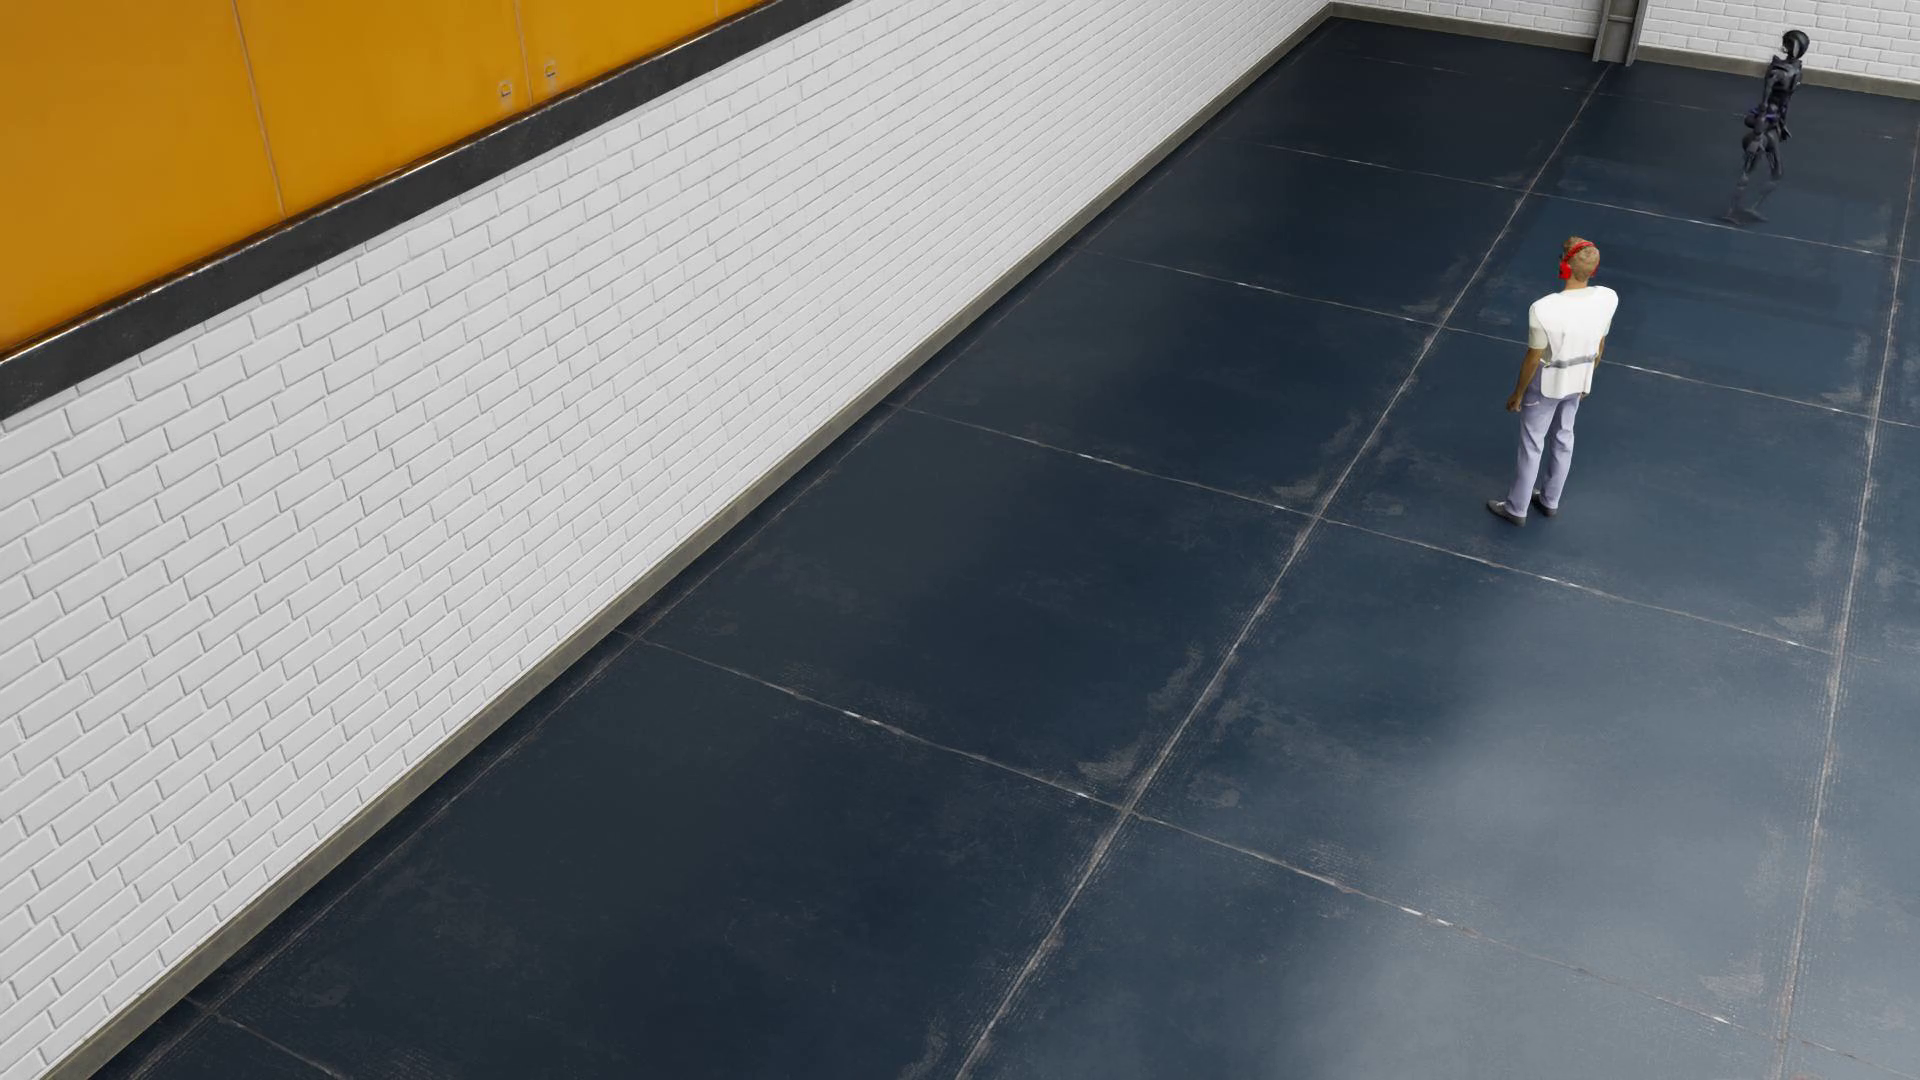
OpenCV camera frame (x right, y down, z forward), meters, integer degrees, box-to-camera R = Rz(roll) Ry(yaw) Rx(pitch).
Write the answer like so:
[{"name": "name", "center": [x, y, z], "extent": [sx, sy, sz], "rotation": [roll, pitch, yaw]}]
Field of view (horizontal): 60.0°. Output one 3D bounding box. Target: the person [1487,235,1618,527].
[{"name": "person", "center": [3.550, -0.916, 9.924], "extent": [0.563, 1.849, 0.391], "rotation": [-12, 36, -17]}]

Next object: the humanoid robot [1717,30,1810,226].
[{"name": "humanoid robot", "center": [6.704, -3.396, 13.772], "extent": [0.615, 1.642, 0.462], "rotation": [-29, 43, -36]}]
